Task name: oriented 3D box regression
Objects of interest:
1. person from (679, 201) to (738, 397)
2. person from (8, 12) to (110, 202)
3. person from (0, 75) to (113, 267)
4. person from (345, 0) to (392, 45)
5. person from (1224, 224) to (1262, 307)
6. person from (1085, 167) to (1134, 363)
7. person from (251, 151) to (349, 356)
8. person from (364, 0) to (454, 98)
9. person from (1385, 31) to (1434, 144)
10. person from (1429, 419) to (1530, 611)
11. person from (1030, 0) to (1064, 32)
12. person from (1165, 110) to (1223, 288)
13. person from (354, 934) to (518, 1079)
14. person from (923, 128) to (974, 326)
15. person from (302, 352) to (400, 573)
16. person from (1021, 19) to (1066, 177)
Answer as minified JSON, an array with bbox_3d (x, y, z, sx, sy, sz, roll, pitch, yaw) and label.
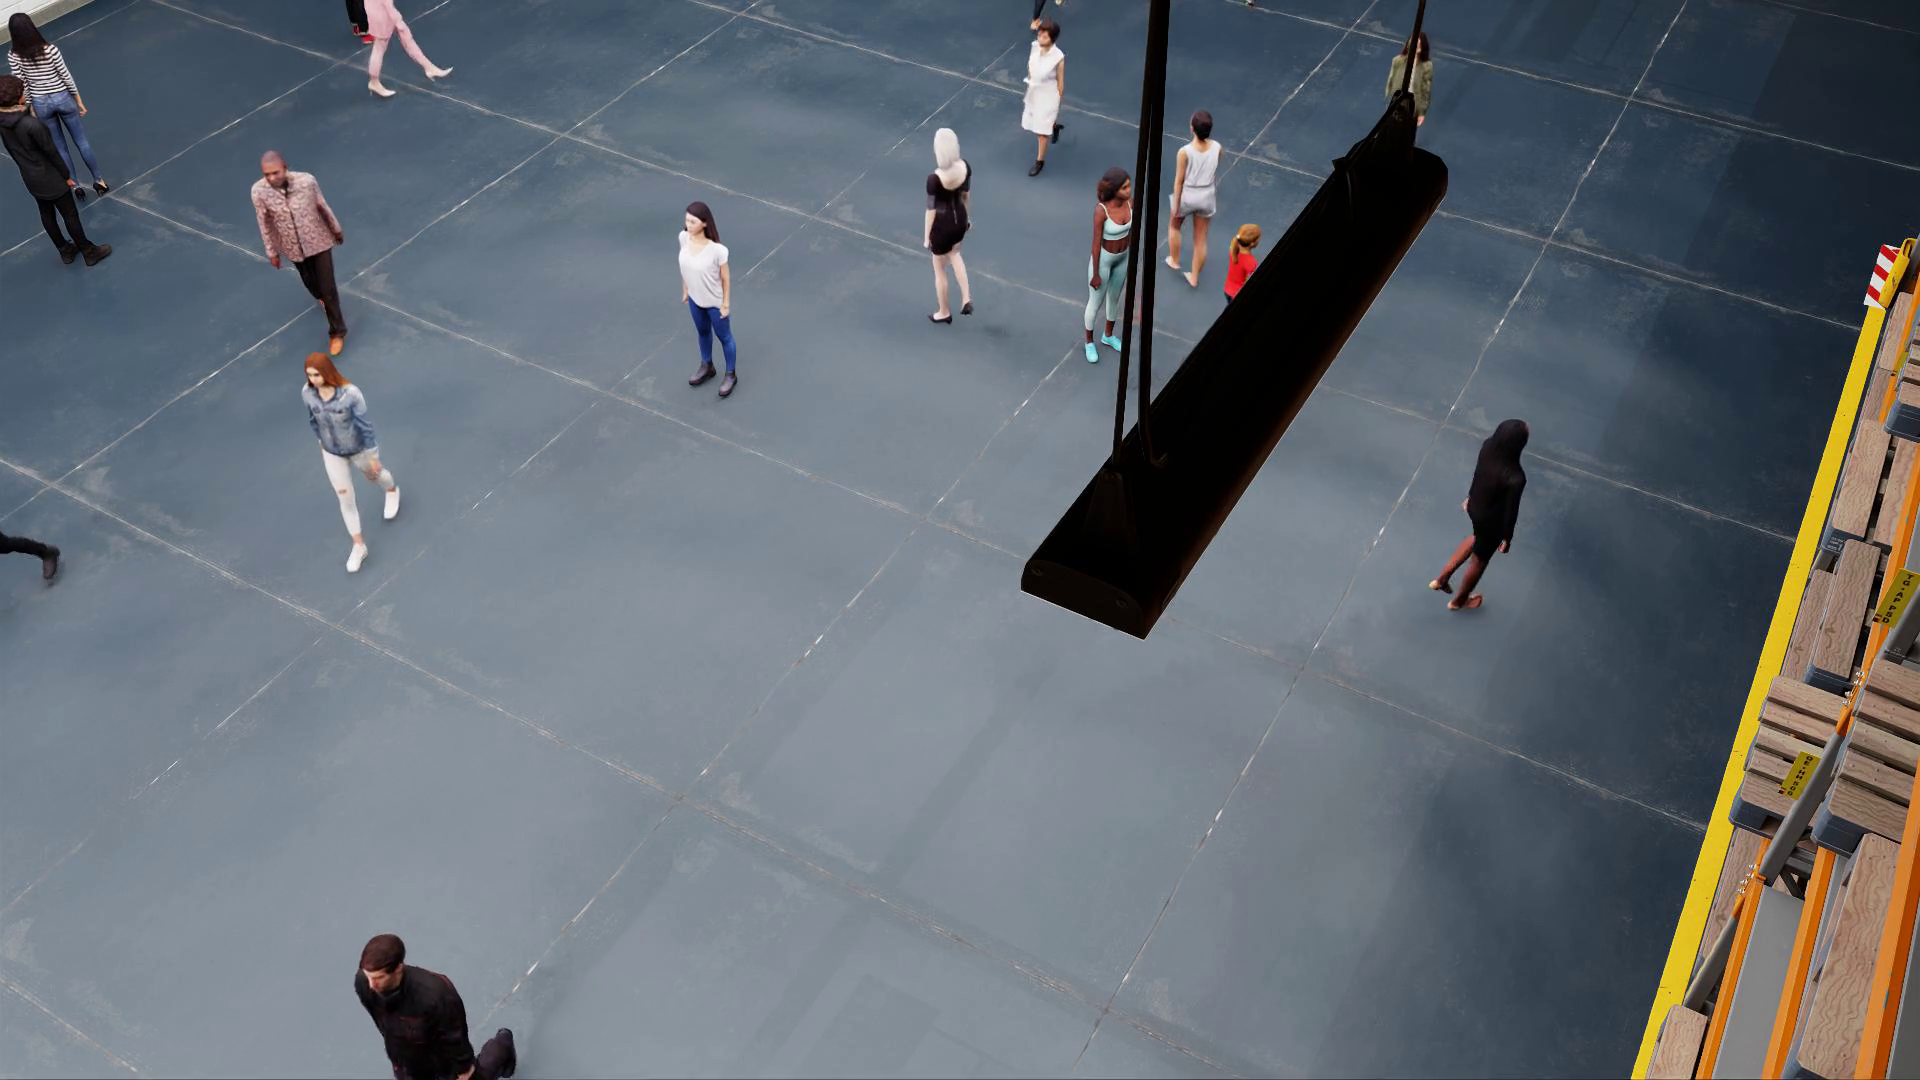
[{"bbox_3d":[-1.962,-1.889,12.985,0.587,1.685,0.505,21,48,21],"label":"person"},{"bbox_3d":[-8.171,-3.901,15.018,0.637,1.795,0.728,-16,46,-16],"label":"person"},{"bbox_3d":[-7.845,-3.140,14.230,0.689,1.781,0.688,10,45,10],"label":"person"},{"bbox_3d":[-6.373,-6.074,17.324,0.727,1.761,0.774,-28,50,-26],"label":"person"},{"bbox_3d":[2.176,-1.958,13.340,0.774,1.297,0.665,-22,48,-22],"label":"person"},{"bbox_3d":[1.204,-2.213,13.299,0.602,1.722,0.709,-24,49,-23],"label":"person"},{"bbox_3d":[-5.321,-2.457,13.535,1.224,1.750,1.272,-16,46,-16],"label":"person"},{"bbox_3d":[-5.779,-5.142,16.346,1.166,1.760,1.076,-14,45,-14],"label":"person"},{"bbox_3d":[4.159,-4.026,15.405,0.606,1.442,0.969,20,47,19],"label":"person"},{"bbox_3d":[3.450,-0.135,11.124,0.850,1.713,0.789,-10,44,-10],"label":"person"},{"bbox_3d":[0.902,-6.214,17.486,0.665,1.739,1.097,27,50,25],"label":"person"},{"bbox_3d":[2.008,-2.834,14.046,0.763,1.590,0.826,-8,44,-9],"label":"person"},{"bbox_3d":[-2.599,2.467,8.319,0.924,1.815,1.155,8,44,9],"label":"person"},{"bbox_3d":[-0.042,-2.509,13.535,0.693,1.825,0.790,-33,53,-30],"label":"person"},{"bbox_3d":[-4.267,-0.683,11.735,0.960,1.664,1.187,2,44,2],"label":"person"},{"bbox_3d":[0.825,-4.147,15.465,0.682,1.535,0.858,35,53,31],"label":"person"}]
